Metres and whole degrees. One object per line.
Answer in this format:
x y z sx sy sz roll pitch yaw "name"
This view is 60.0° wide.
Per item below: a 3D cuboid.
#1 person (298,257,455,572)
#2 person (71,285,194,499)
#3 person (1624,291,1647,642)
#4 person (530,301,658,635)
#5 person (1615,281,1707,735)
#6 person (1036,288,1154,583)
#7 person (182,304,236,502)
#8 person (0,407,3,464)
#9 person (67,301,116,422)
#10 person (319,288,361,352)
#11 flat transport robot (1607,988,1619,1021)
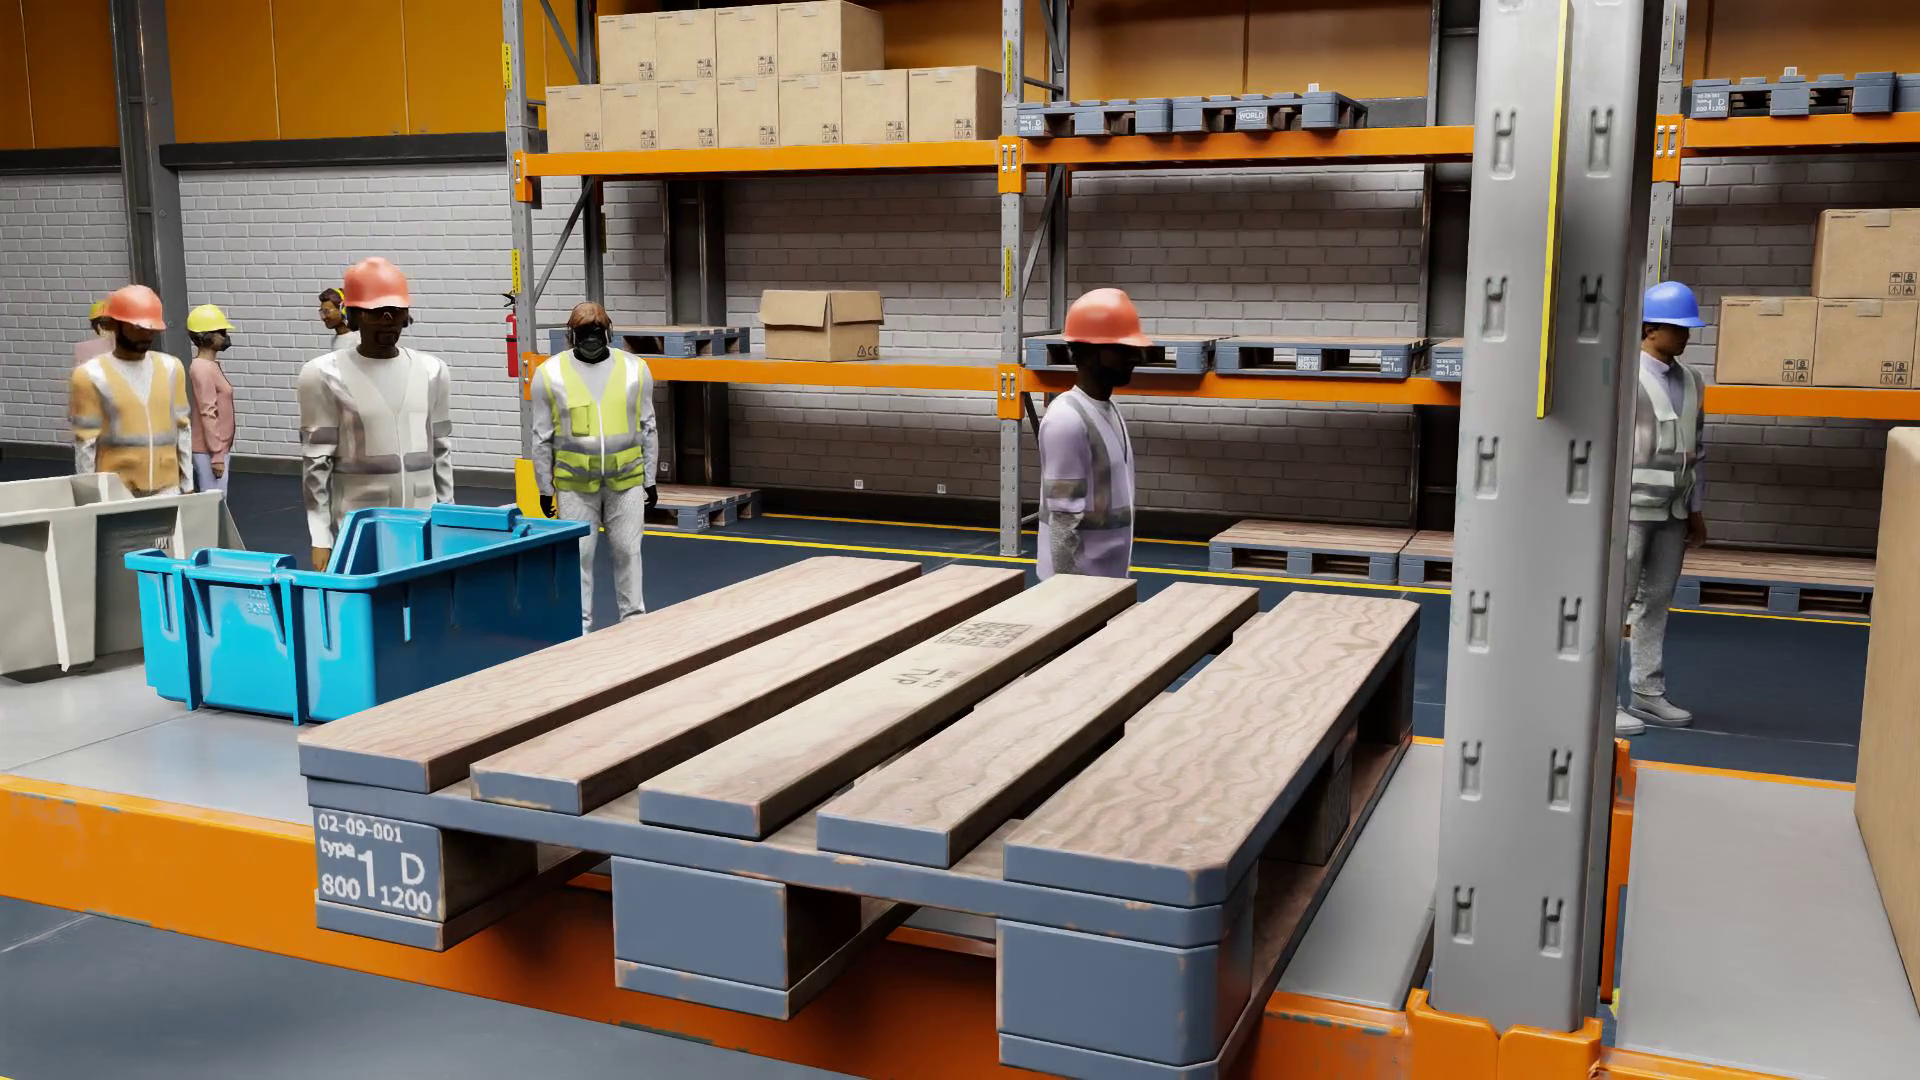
-2.213 -0.065 6.454 0.614 2.040 0.391 -9 13 -44 "person"
-3.997 -0.276 8.090 0.467 1.916 0.567 8 12 39 "person"
3.543 -0.399 8.932 0.353 1.883 0.573 -2 10 -9 "person"
-1.848 -0.291 8.466 0.634 1.831 0.429 -3 10 -18 "person"
2.962 -0.132 7.166 0.612 1.944 0.411 -5 11 -28 "person"
0.453 0.133 5.582 0.379 1.937 0.548 4 10 21 "person"
-4.506 -0.534 10.083 0.306 1.772 0.527 -4 10 -22 "person"
-6.366 -0.613 10.439 0.633 1.819 0.755 -4 10 -24 "person"
-6.898 -1.085 13.539 0.918 1.719 0.527 6 11 33 "person"
-4.246 -0.836 11.666 0.381 1.852 0.516 -8 12 -39 "person"
2.392 1.227 4.014 1.431 0.197 0.652 1 10 7 "flat transport robot"
